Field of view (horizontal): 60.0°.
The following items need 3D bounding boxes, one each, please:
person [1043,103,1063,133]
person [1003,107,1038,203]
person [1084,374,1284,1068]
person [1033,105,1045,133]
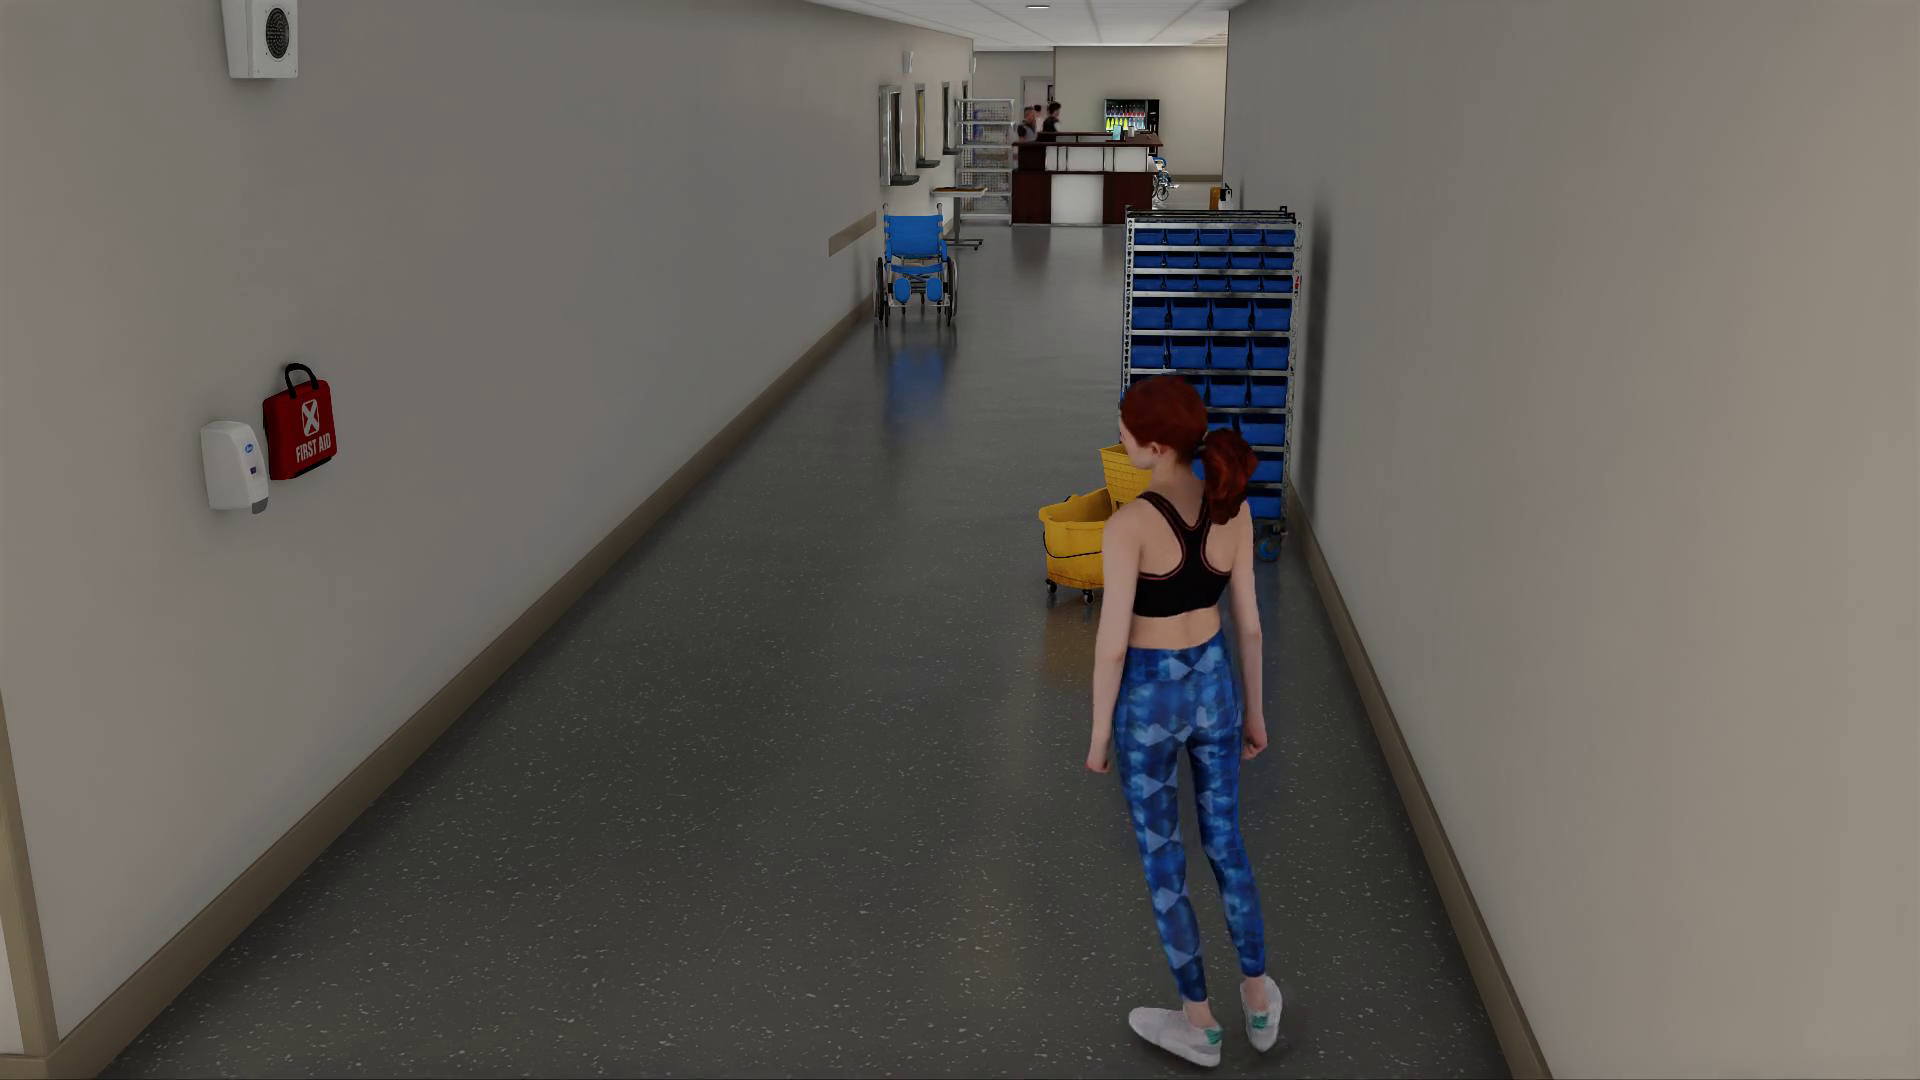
[{"bbox_3d":[1.760,-7.683,32.897,1.234,1.811,1.003,-7,17,-24],"label":"person"},{"bbox_3d":[1.137,-7.002,30.529,1.283,1.786,1.000,9,18,28],"label":"person"},{"bbox_3d":[0.565,0.473,4.057,0.699,1.763,0.866,-4,16,-13],"label":"person"},{"bbox_3d":[1.908,-9.906,41.140,1.148,1.617,0.867,6,17,20],"label":"person"}]
